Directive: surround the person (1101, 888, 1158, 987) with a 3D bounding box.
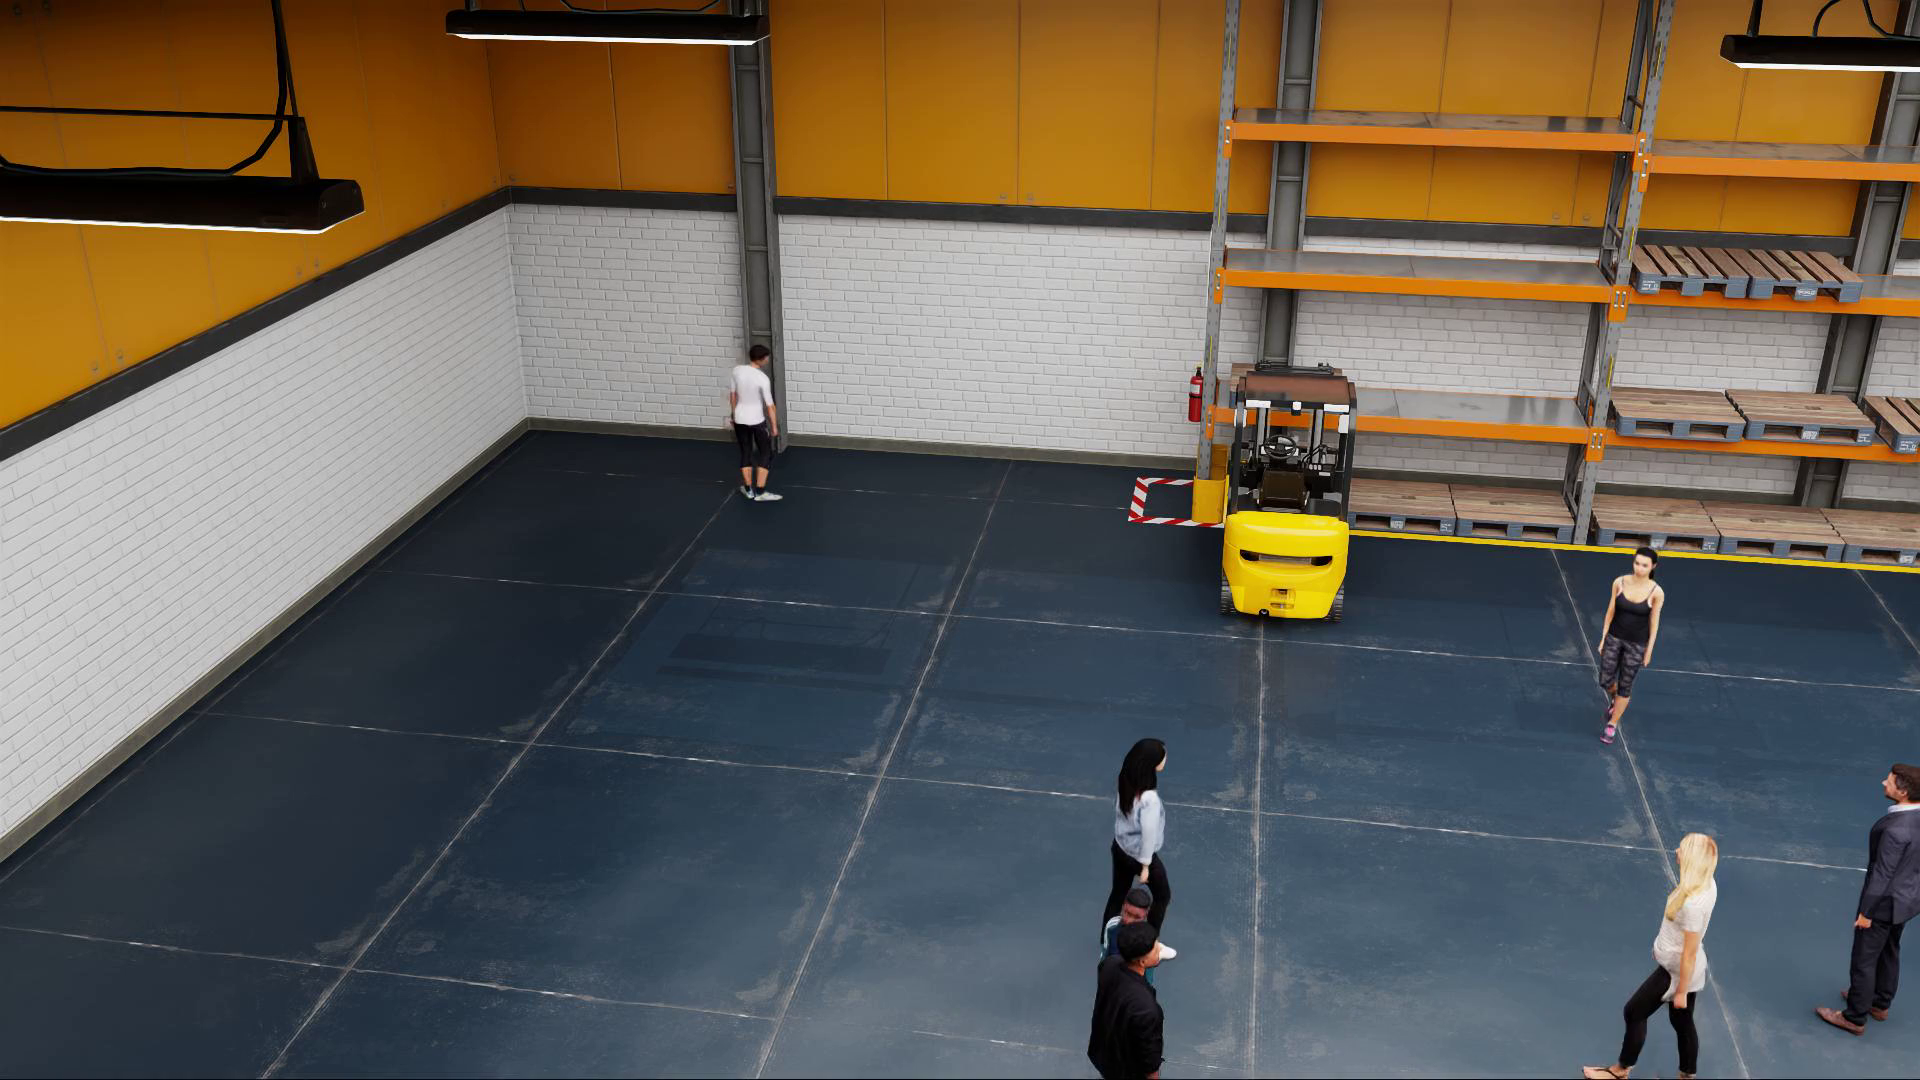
[{"bbox_3d":[1.036,2.661,10.129,0.544,1.255,0.643,22,32,40],"label":"person"}]

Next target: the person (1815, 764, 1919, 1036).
[{"bbox_3d":[5.766,2.230,10.353,0.735,1.865,0.788,-17,29,-34],"label":"person"}]

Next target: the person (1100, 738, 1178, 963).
[{"bbox_3d":[1.085,2.082,10.906,0.868,1.692,0.801,-13,27,-28],"label":"person"}]

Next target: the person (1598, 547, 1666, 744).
[{"bbox_3d":[5.536,0.830,13.733,0.749,1.723,0.789,17,29,34],"label":"person"}]

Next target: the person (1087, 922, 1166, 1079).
[{"bbox_3d":[0.836,2.848,9.028,0.934,1.795,0.877,-9,25,-20],"label":"person"}]

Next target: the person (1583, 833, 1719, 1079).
[{"bbox_3d":[4.295,2.543,9.707,0.930,1.808,0.781,12,26,25],"label":"person"}]

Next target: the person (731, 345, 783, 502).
[{"bbox_3d":[-2.364,-1.325,18.544,0.635,1.817,0.904,3,24,7],"label":"person"}]
